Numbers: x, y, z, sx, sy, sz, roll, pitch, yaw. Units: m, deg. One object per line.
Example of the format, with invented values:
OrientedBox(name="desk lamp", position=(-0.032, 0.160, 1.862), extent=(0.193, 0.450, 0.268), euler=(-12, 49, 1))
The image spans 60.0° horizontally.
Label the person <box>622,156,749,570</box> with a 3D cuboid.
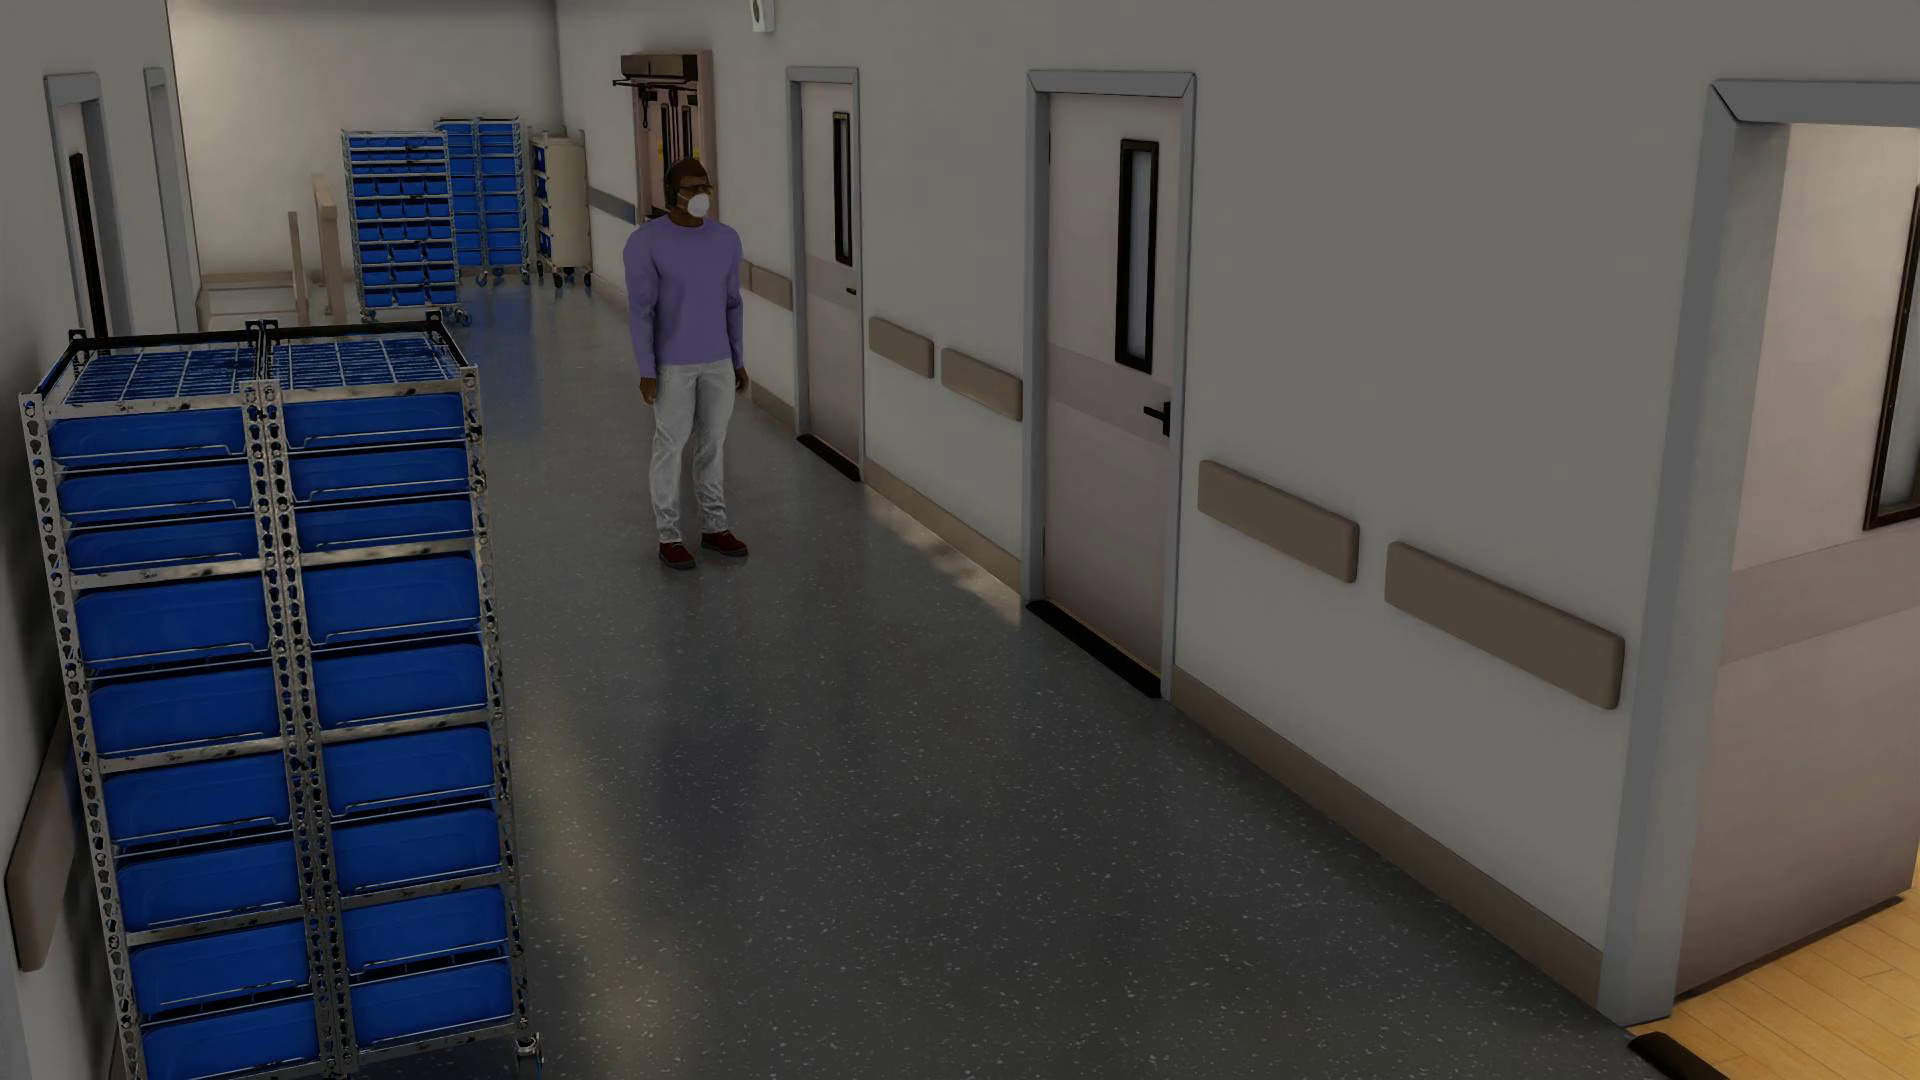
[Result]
OrientedBox(name="person", position=(-1.277, -0.842, 7.952), extent=(0.630, 1.940, 0.373), euler=(-14, 21, -41))
